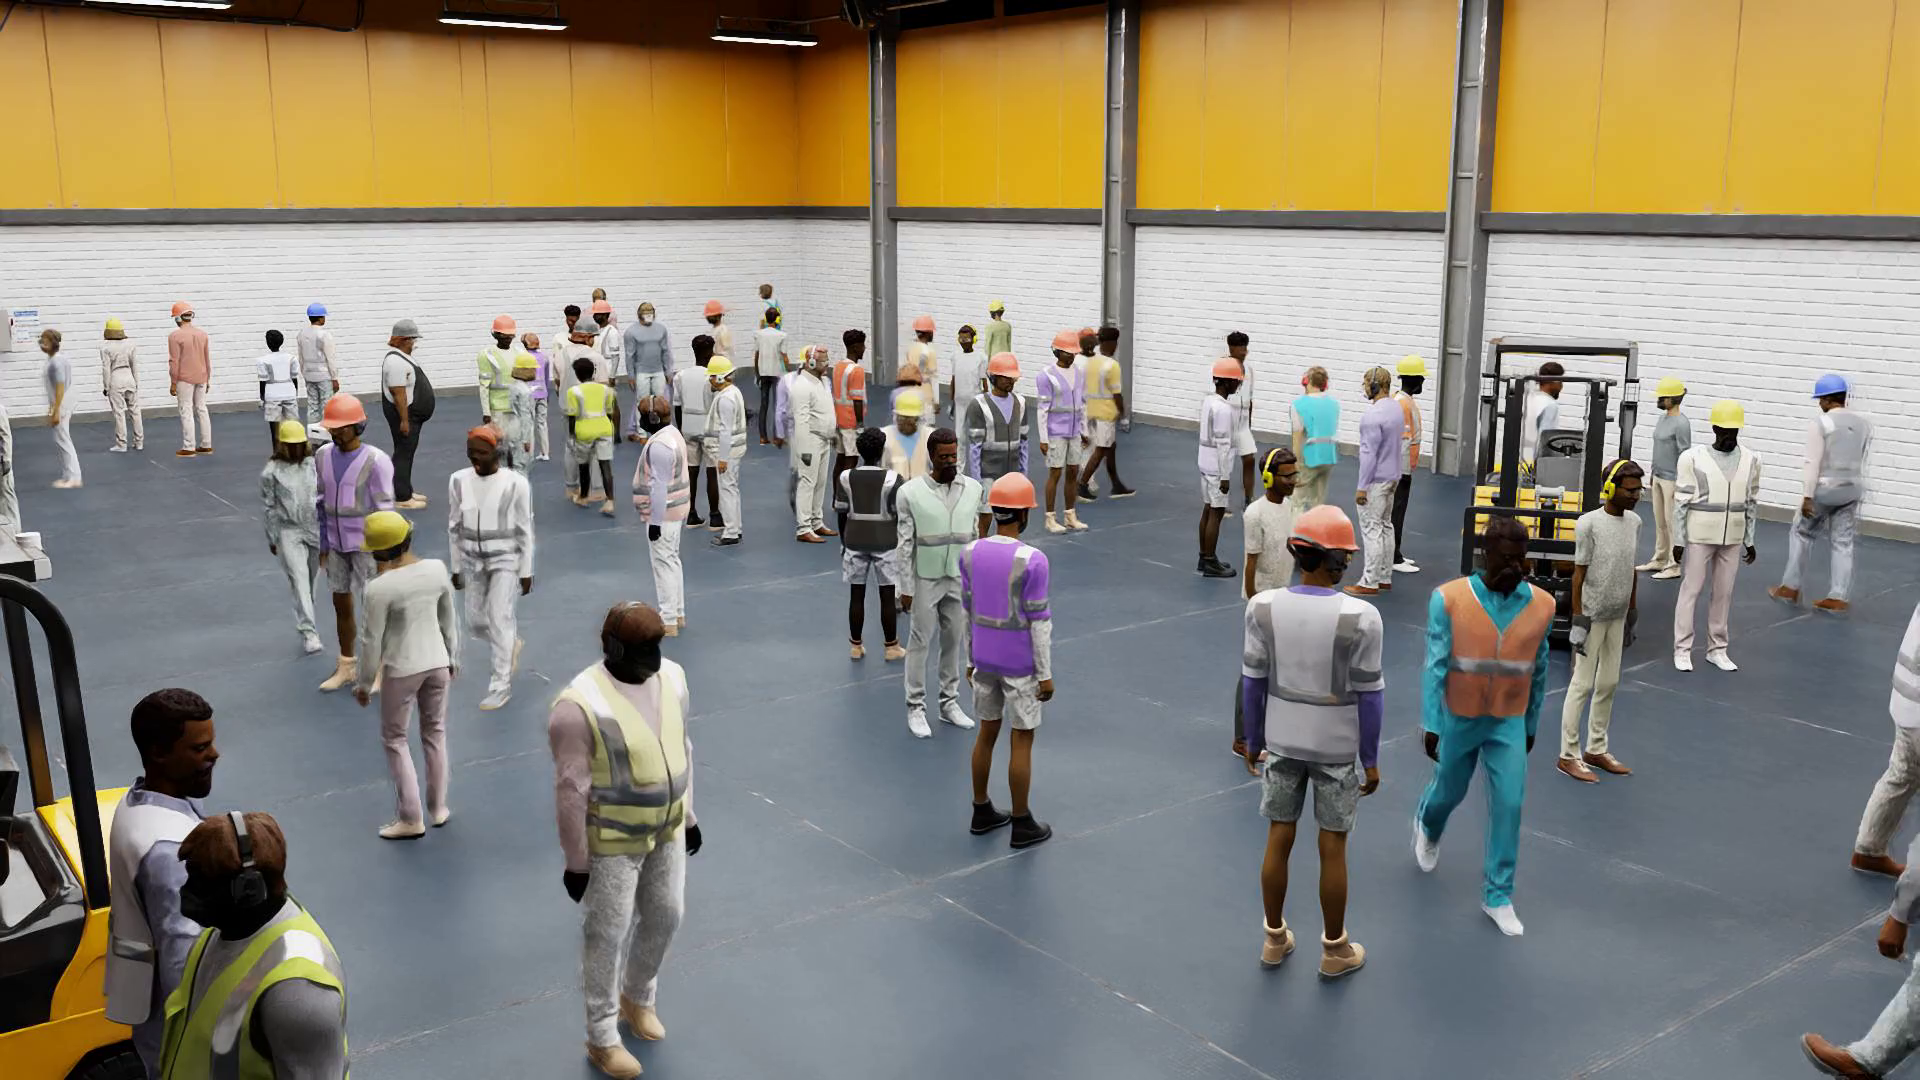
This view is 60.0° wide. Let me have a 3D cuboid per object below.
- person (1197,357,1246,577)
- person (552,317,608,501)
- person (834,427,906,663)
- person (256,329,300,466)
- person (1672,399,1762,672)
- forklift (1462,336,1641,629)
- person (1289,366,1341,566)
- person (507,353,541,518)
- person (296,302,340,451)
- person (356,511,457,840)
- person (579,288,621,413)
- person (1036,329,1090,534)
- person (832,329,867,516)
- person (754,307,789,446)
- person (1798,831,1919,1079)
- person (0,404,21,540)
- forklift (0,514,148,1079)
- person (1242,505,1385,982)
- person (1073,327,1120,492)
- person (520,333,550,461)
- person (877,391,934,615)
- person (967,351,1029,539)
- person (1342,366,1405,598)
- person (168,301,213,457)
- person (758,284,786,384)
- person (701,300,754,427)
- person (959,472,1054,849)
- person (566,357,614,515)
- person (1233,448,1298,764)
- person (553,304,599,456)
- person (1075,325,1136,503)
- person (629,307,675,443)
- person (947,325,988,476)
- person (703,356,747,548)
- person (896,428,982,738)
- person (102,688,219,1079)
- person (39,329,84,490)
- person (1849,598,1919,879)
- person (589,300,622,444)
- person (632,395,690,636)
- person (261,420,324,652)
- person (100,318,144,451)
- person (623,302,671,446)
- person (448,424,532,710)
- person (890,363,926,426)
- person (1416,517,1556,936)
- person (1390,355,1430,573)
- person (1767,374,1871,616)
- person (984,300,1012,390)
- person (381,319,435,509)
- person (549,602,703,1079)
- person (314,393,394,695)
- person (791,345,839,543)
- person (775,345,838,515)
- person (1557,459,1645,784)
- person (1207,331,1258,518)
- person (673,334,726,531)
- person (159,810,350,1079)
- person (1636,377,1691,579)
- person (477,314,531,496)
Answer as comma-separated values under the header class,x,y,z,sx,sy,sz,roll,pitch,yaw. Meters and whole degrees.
class,x,y,z,sx,sy,sz,roll,pitch,yaw
person,2.285,-0.633,14.570,0.389,1.930,0.544,-1,12,-4
person,-4.077,-1.444,18.211,0.686,2.000,0.535,6,13,26
person,-0.629,0.040,11.875,0.536,1.697,0.322,3,12,14
person,-8.383,-1.743,20.484,0.318,1.700,0.535,9,15,38
person,5.292,-0.028,11.644,0.594,1.926,0.367,0,12,-2
forklift,4.683,-0.471,13.136,1.214,2.155,2.313,4,12,20
person,3.189,-0.658,14.969,0.587,1.806,0.450,-6,13,-27
person,-4.540,-1.080,17.250,0.459,1.715,0.513,-6,13,-25
person,-8.333,-2.115,21.674,0.602,1.949,0.387,6,13,25
person,-2.830,0.698,8.631,0.348,1.735,0.568,9,15,36
person,-5.470,-2.856,25.292,0.635,1.930,0.353,3,12,12
person,1.036,-1.062,16.409,0.618,2.028,0.409,-9,15,-38
person,-1.147,-1.237,17.444,0.395,1.954,0.620,-5,13,-22
person,-2.512,-2.186,22.252,0.533,1.855,0.346,4,12,18
person,3.426,1.220,5.699,0.642,1.889,1.014,-8,14,-35
person,-9.219,-0.752,15.850,0.523,1.636,0.311,6,13,27
forklift,-3.687,1.115,5.480,2.313,2.155,1.214,-9,15,-36
person,1.504,0.862,7.085,0.605,2.037,0.394,7,14,31
person,1.485,-1.460,18.710,0.728,1.856,0.730,-3,12,-14
person,-5.339,-1.782,20.834,0.323,1.630,0.525,8,14,34
person,-0.413,-0.305,13.319,0.587,1.779,0.908,-2,12,-9
person,0.346,-0.574,14.045,0.602,2.035,0.404,-8,14,-33
person,3.472,-0.482,13.846,0.382,1.929,0.636,8,14,34
person,-9.876,-2.057,21.320,0.404,1.982,0.629,4,12,20
person,-3.347,-3.583,29.113,0.655,1.807,0.537,10,15,40
person,-3.231,-2.364,22.980,0.698,1.910,0.557,-4,12,-20
person,0.254,0.611,8.567,0.549,1.928,0.388,10,15,40
person,-3.875,-1.092,17.481,0.539,1.636,0.869,-8,14,-33
person,1.836,0.374,9.844,0.319,1.870,0.521,8,14,35
person,-4.897,-2.027,21.272,0.599,1.947,0.379,0,12,-1
person,1.579,-1.374,18.141,0.860,1.933,0.624,-5,13,-23
person,-4.157,-2.249,22.493,0.716,1.903,0.463,-9,15,-37
person,0.089,-1.556,19.201,0.513,1.860,0.325,7,14,31
person,-2.235,-0.843,15.855,0.403,1.819,0.601,-1,12,-3
person,-0.127,0.249,10.336,0.590,1.917,0.394,-7,14,-31
person,-2.317,1.370,4.920,0.389,1.916,0.590,-7,13,-30
person,-10.239,-1.482,18.944,0.343,1.821,0.566,-7,13,-29
person,4.556,0.819,7.669,0.557,1.899,0.781,5,13,22
person,-4.783,-2.258,22.384,0.362,1.939,0.543,-9,15,-37
person,-2.271,-0.188,12.671,0.429,1.830,0.635,-1,12,-3
person,-4.883,-0.054,12.352,0.496,1.691,0.934,-9,14,-36
person,-10.989,-2.030,21.762,0.295,1.744,0.485,7,14,31
person,-4.168,-2.217,22.227,0.641,1.928,0.386,-9,15,-37
person,-3.056,0.152,10.962,0.583,1.860,0.632,3,12,13
person,-0.540,-1.020,17.198,0.523,1.609,0.410,9,15,38
person,2.427,0.795,7.770,0.600,1.892,0.859,0,12,0
person,3.953,-0.685,14.815,0.370,1.929,0.585,2,12,9
person,6.939,-0.384,13.396,0.633,1.905,0.793,-3,12,-15
person,0.565,-2.738,25.157,0.522,1.760,0.355,-11,16,-42
person,-5.900,-1.366,17.830,0.536,2.000,0.688,-3,12,-13
person,-1.271,1.119,6.373,0.489,1.830,0.661,9,14,36
person,-4.051,0.028,11.108,0.630,2.036,0.402,5,13,22
person,-1.392,-0.928,16.075,0.398,1.900,0.649,3,12,15
person,-1.588,-1.122,17.240,0.626,1.796,0.419,-5,13,-24
person,3.686,0.457,9.491,0.516,1.858,0.336,-6,13,-27
person,2.857,-1.163,17.078,0.624,1.939,0.726,-6,13,-26
person,-2.562,-1.074,16.604,0.612,1.964,0.363,6,13,25
person,-1.755,1.560,4.185,0.429,1.844,0.626,-10,15,-39
person,6.154,-0.540,14.517,0.329,1.765,0.533,0,12,-1
person,-4.969,-1.457,18.272,0.394,2.039,0.614,9,15,37
